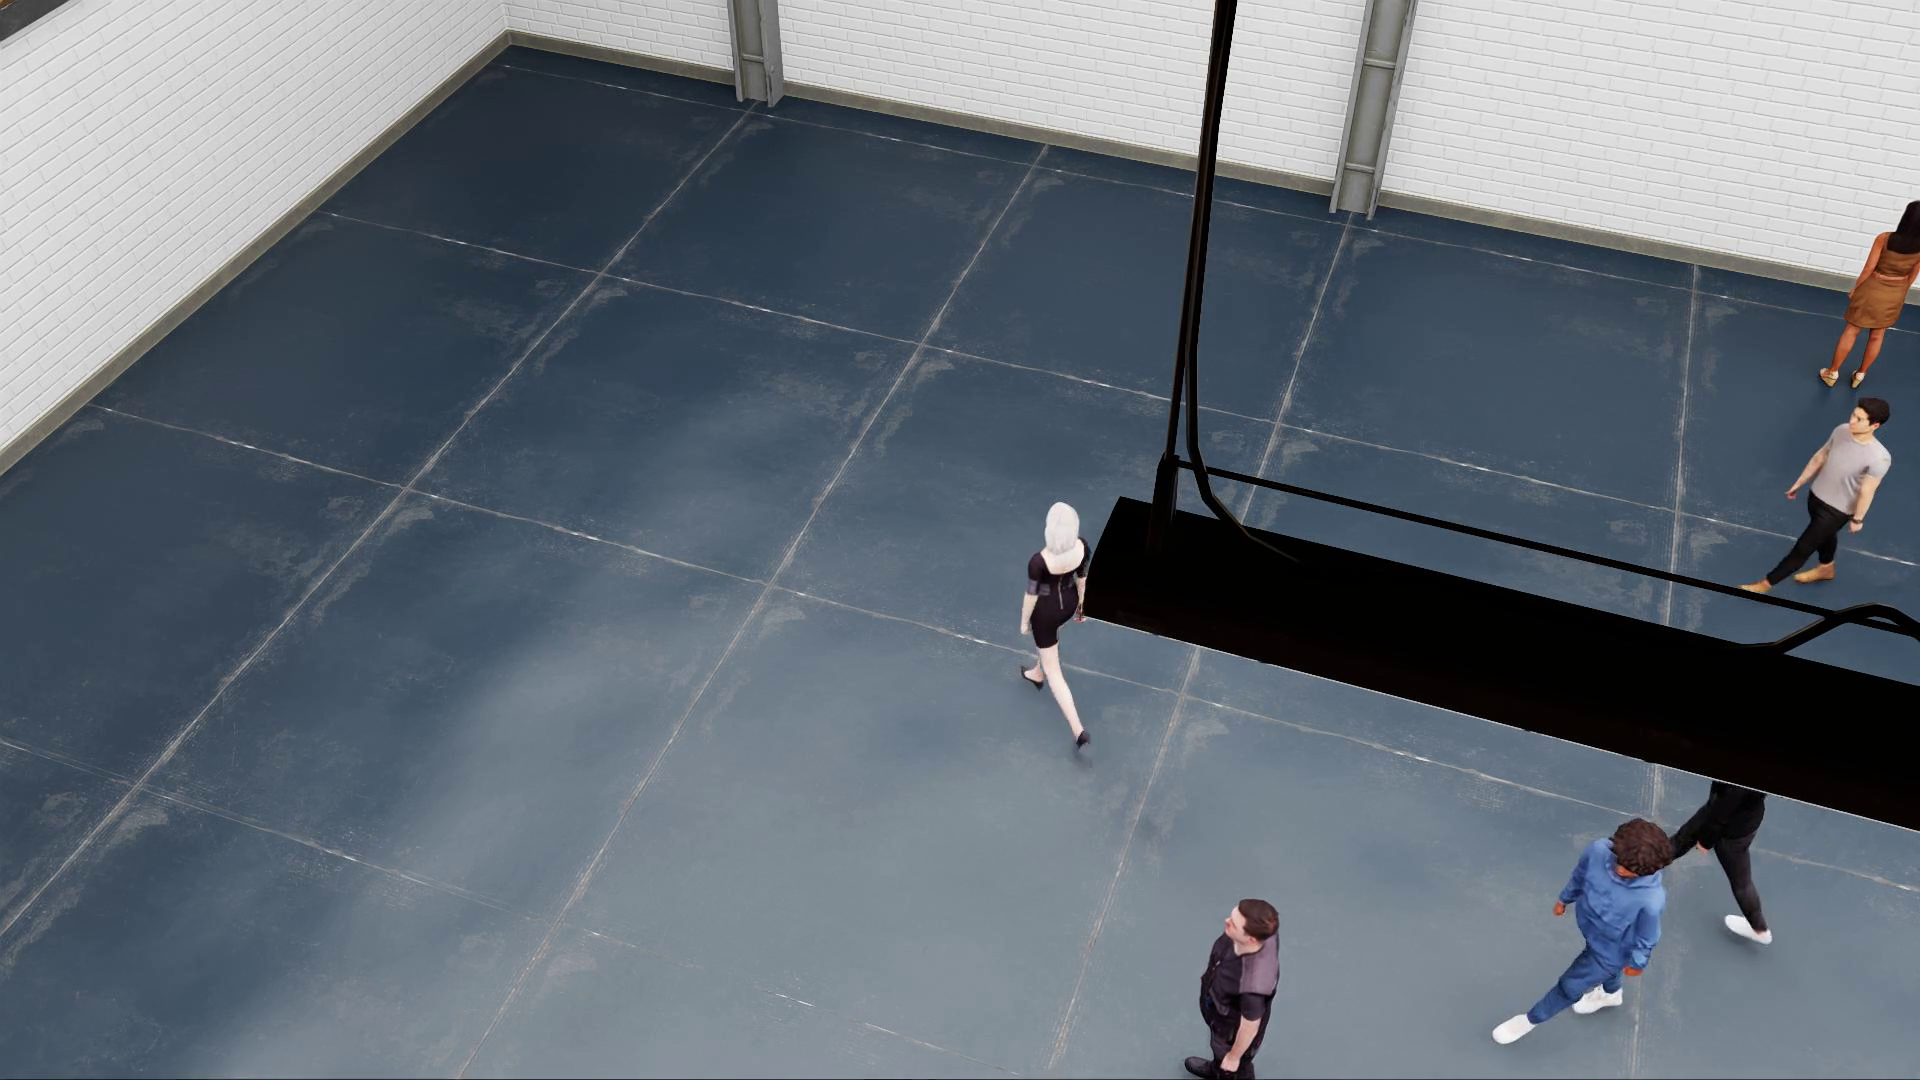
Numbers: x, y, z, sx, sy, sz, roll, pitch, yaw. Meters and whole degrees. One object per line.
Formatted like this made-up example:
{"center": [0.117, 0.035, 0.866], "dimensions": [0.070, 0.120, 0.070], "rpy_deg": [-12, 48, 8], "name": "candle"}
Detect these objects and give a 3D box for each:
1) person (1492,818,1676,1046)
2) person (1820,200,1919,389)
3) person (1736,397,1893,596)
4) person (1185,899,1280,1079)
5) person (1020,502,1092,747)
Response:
{"center": [3.461, 2.016, 8.706], "dimensions": [1.207, 1.766, 1.099], "rpy_deg": [-13, 45, -13], "name": "person"}
{"center": [7.114, -1.893, 12.865], "dimensions": [0.505, 1.690, 0.657], "rpy_deg": [6, 44, 6], "name": "person"}
{"center": [5.943, -0.270, 11.167], "dimensions": [1.160, 1.681, 0.958], "rpy_deg": [-7, 44, -7], "name": "person"}
{"center": [1.379, 2.359, 8.289], "dimensions": [0.689, 1.845, 0.780], "rpy_deg": [3, 44, 3], "name": "person"}
{"center": [0.624, 0.525, 10.248], "dimensions": [1.061, 1.798, 1.177], "rpy_deg": [-22, 48, -21], "name": "person"}
